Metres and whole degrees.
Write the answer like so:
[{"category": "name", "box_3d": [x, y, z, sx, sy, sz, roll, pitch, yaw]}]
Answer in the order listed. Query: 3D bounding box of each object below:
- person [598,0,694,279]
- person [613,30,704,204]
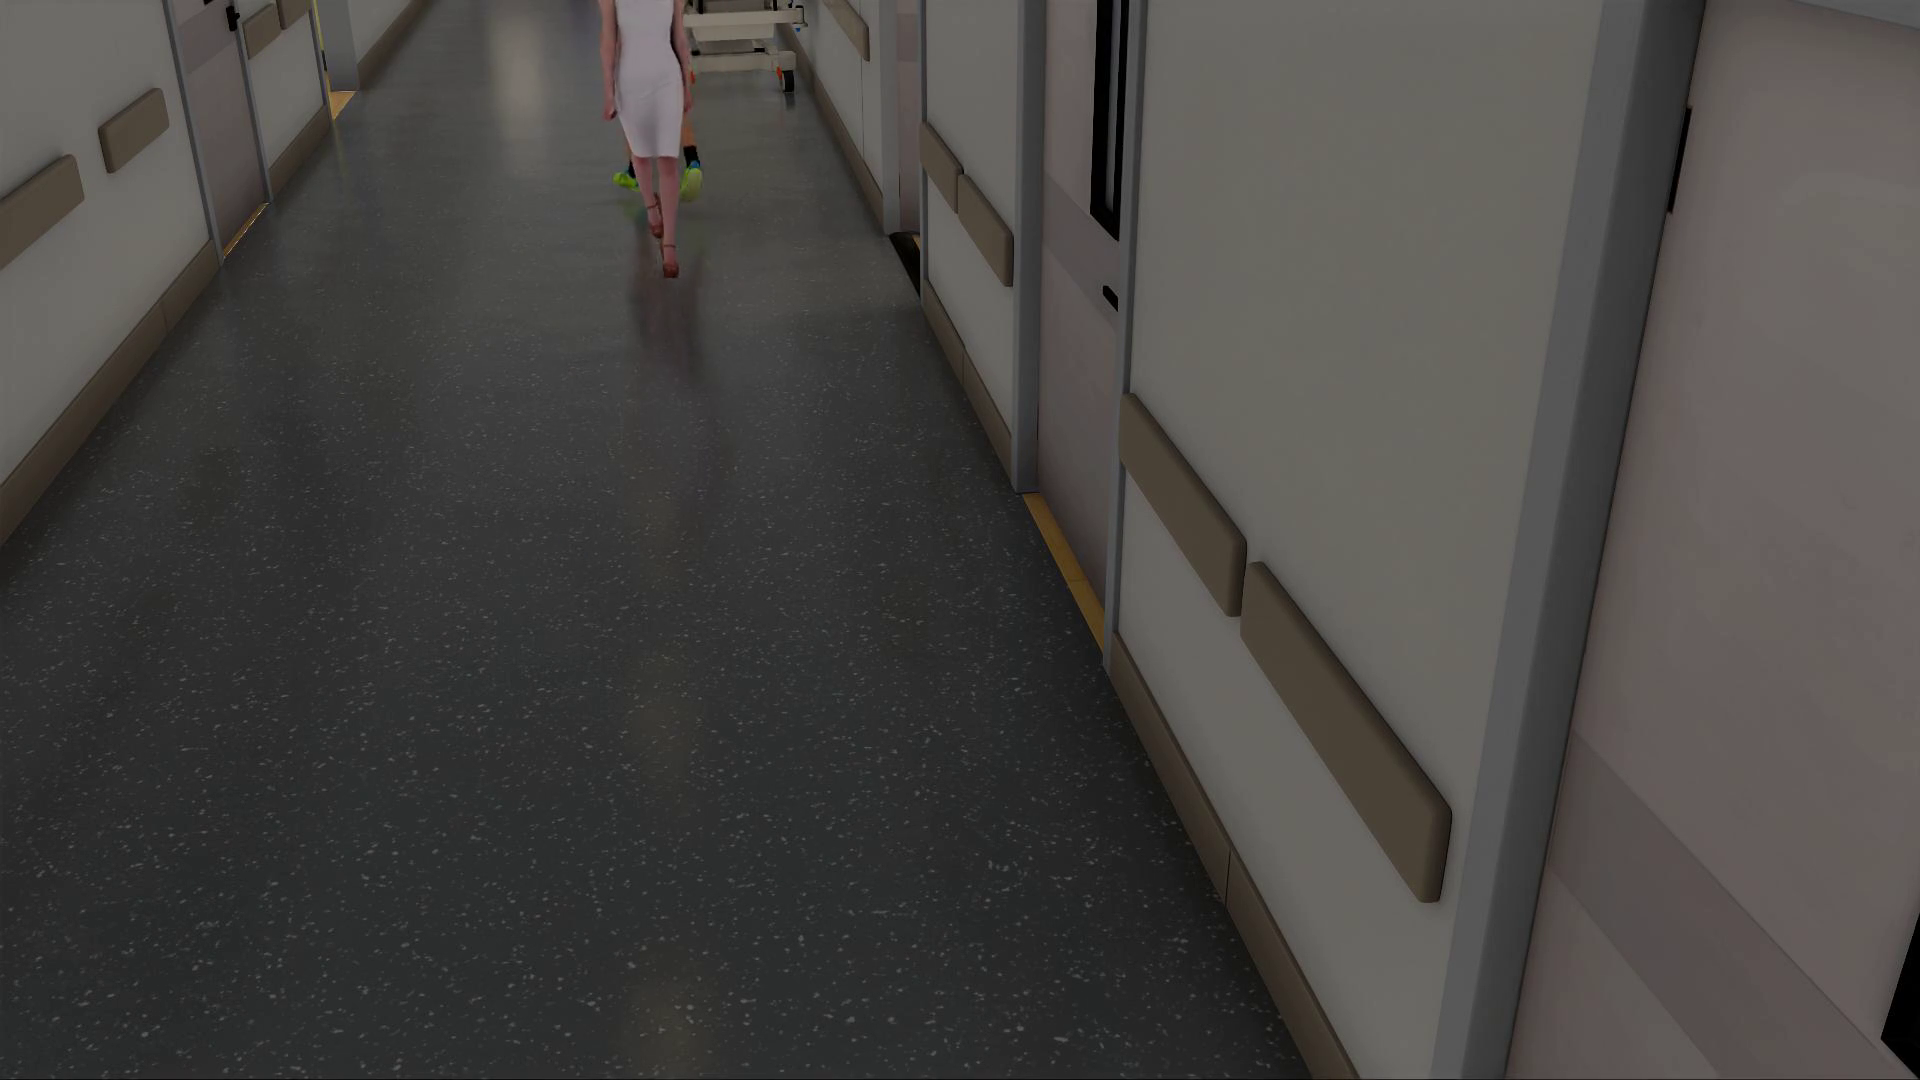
[{"category": "person", "box_3d": [-1.527, -2.199, 8.204, 0.970, 1.748, 0.639, -5, 26, -10]}, {"category": "person", "box_3d": [-1.736, -2.809, 9.340, 1.202, 1.858, 1.123, -20, 32, -36]}]
